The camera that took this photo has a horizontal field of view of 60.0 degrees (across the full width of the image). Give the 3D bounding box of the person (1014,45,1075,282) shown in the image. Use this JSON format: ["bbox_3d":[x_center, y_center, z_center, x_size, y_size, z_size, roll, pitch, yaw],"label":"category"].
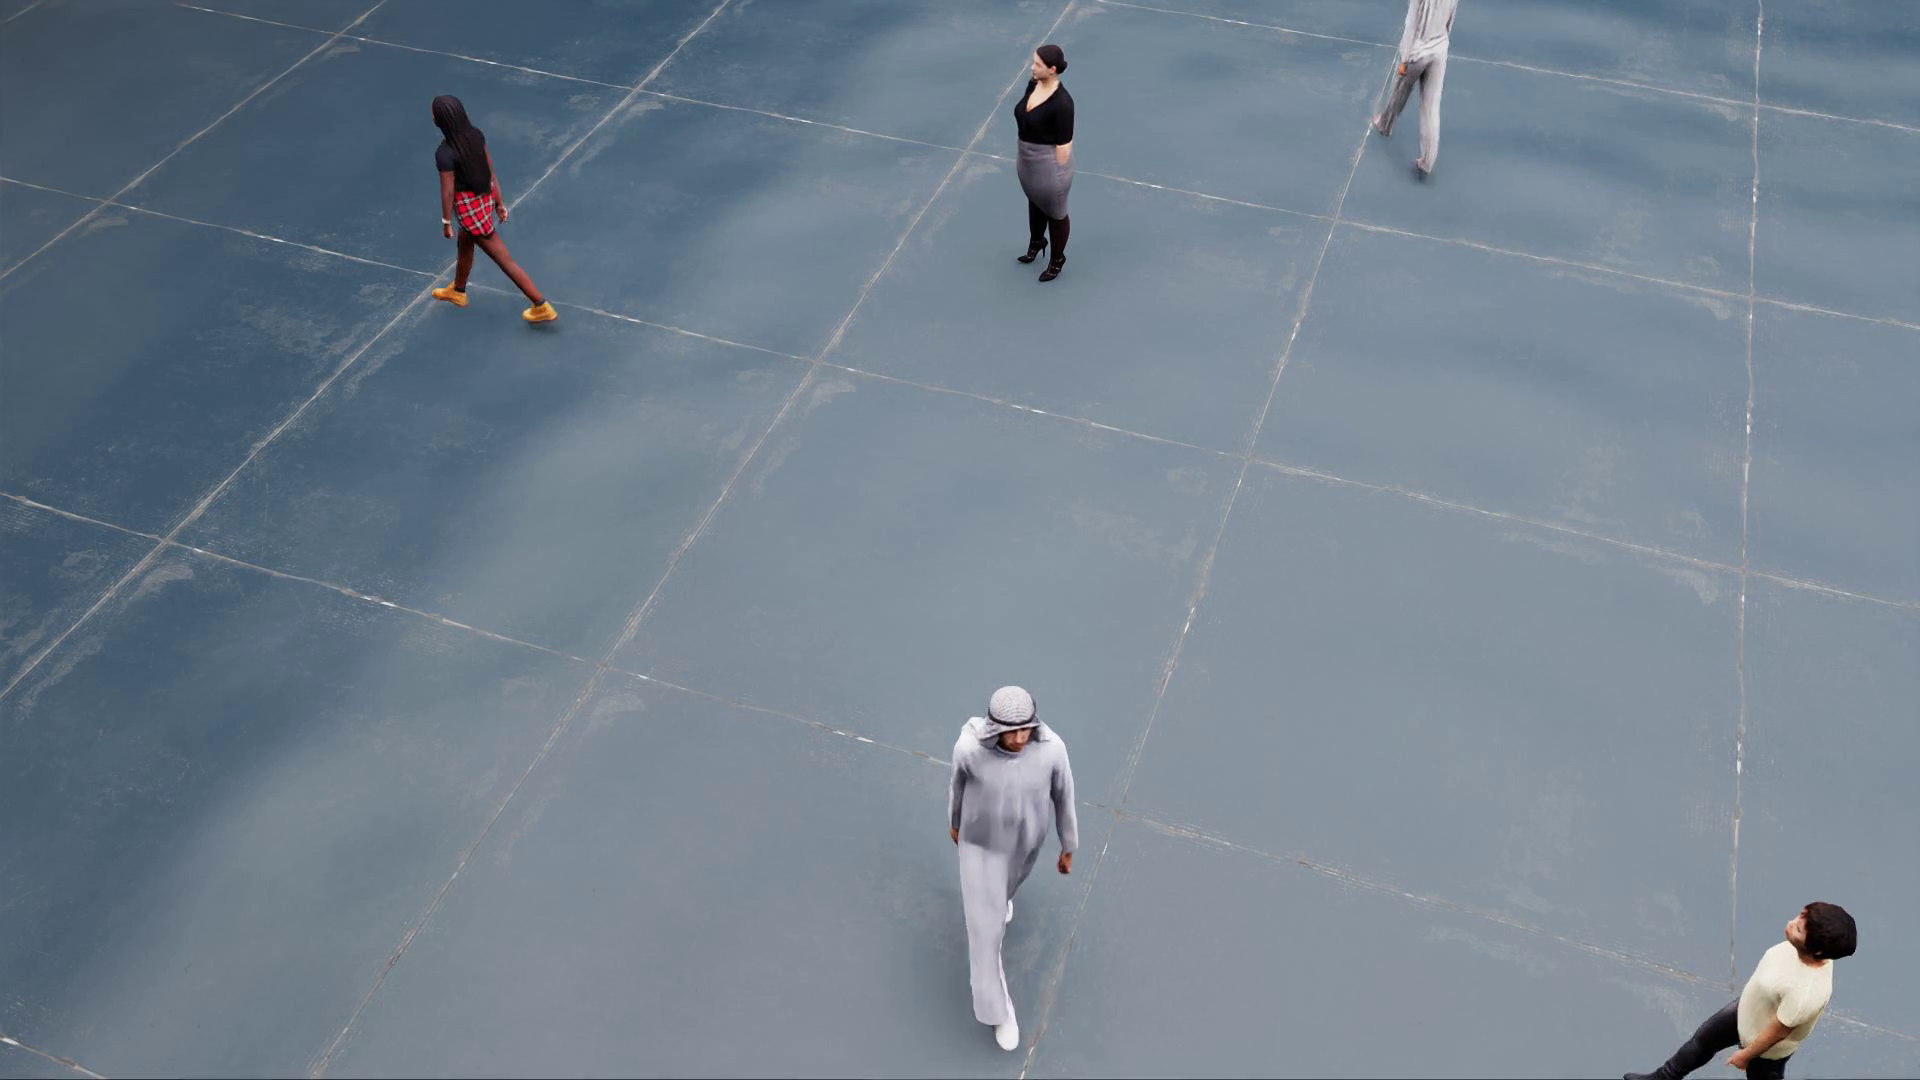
[{"bbox_3d":[0.606,-2.636,11.606,0.838,1.760,0.765,-21,47,-21],"label":"person"}]

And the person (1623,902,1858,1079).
[{"bbox_3d":[3.351,2.026,6.765,0.993,1.551,0.643,18,46,18],"label":"person"}]

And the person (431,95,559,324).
[{"bbox_3d":[-3.156,-2.150,11.150,1.233,1.669,0.668,11,44,11],"label":"person"}]

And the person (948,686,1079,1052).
[{"bbox_3d":[0.193,1.232,7.384,1.320,1.867,1.179,-6,43,-7],"label":"person"}]

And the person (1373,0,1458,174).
[{"bbox_3d":[3.591,-3.641,12.712,1.136,1.718,1.057,-8,44,-8],"label":"person"}]
